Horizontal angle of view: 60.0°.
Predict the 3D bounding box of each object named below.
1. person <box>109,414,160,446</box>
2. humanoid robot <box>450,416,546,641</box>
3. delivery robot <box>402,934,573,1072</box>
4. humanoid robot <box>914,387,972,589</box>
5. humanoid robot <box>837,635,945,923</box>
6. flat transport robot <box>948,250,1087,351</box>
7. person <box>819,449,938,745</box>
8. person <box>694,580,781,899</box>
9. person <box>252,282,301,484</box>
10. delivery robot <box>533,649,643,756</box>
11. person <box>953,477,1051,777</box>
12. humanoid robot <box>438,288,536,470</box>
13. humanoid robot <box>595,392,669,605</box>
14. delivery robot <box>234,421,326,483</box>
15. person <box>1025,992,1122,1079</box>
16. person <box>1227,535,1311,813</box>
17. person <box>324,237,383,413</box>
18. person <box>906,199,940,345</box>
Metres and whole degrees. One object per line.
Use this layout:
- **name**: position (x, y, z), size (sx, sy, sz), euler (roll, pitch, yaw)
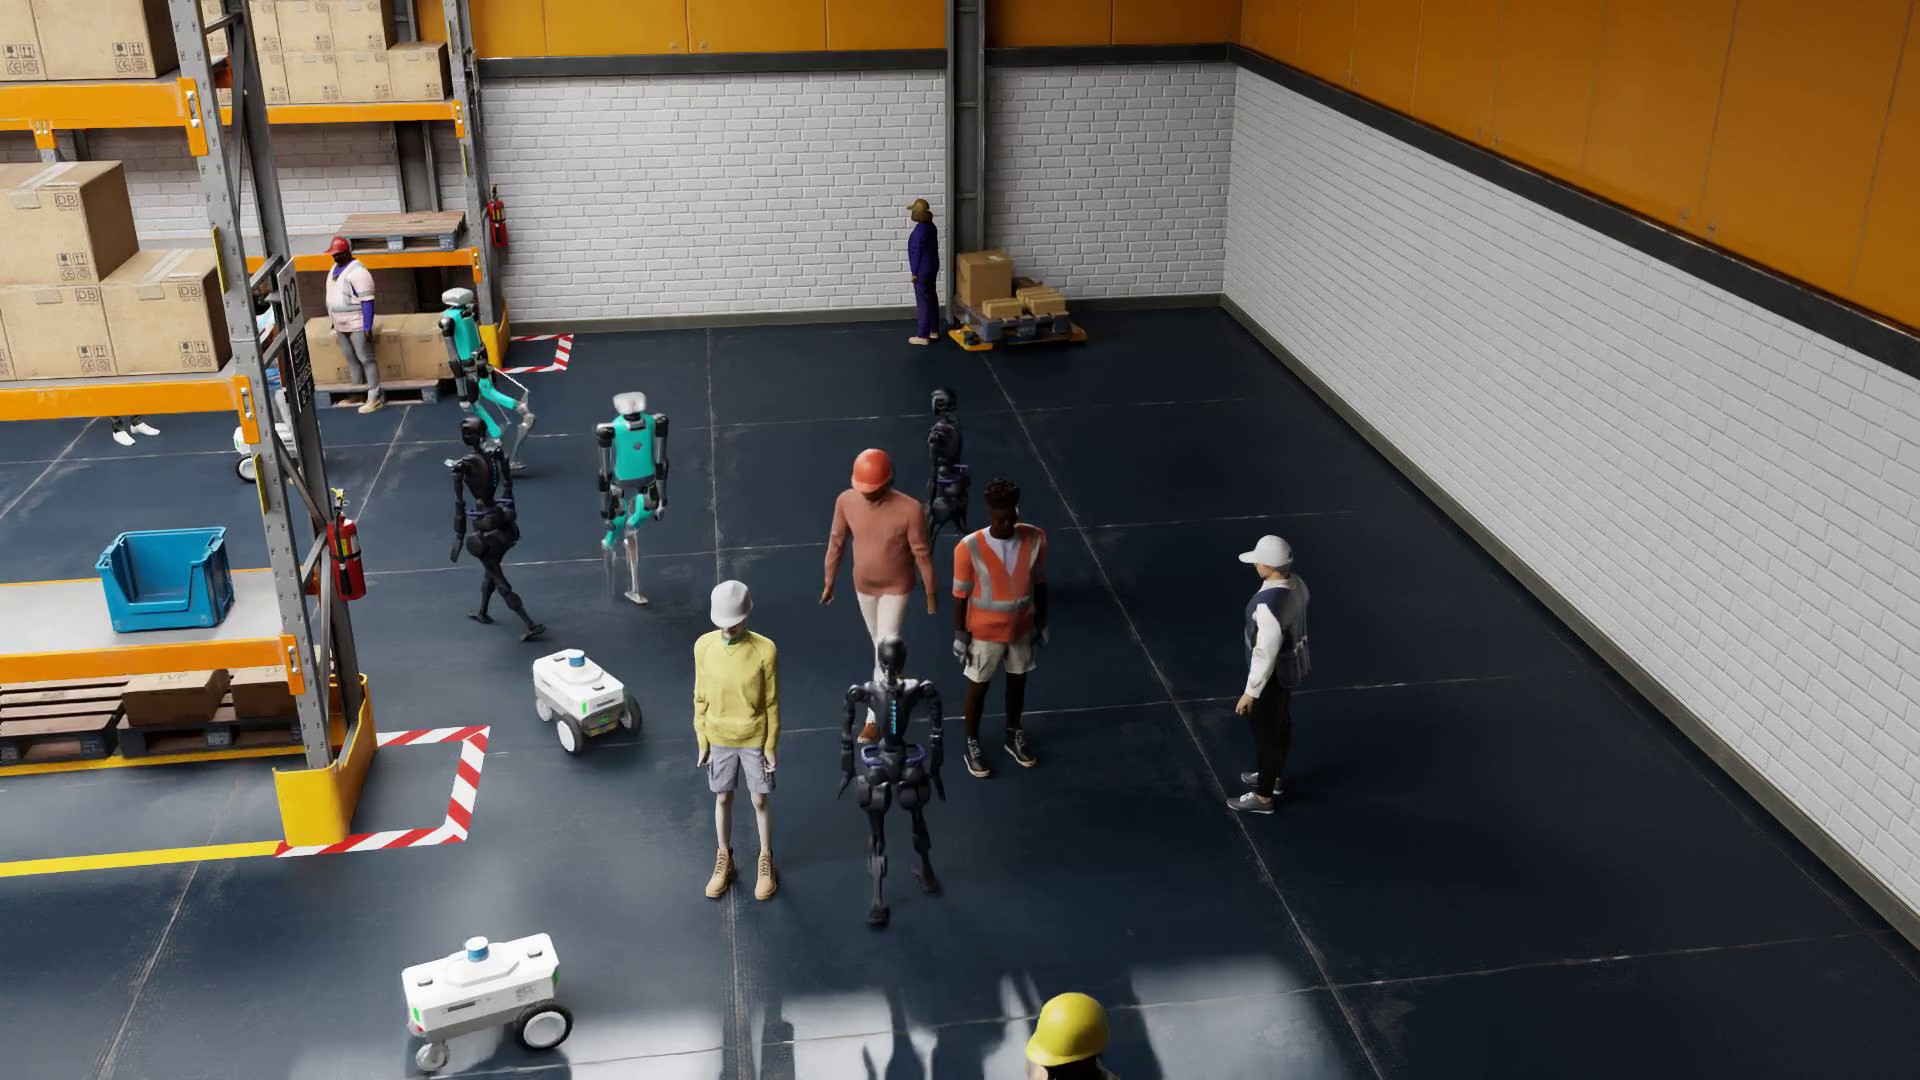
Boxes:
- **person**: position (-7.901, -1.827, 15.569), size (0.329, 1.872, 0.509), euler (9, 25, 20)
- **humanoid robot**: position (-3.353, -0.079, 11.909), size (0.801, 1.638, 0.601), euler (13, 27, 27)
- **delivery robot**: position (-2.295, 2.189, 8.046), size (0.792, 0.589, 0.499), euler (-10, 26, -22)
- **humanoid robot**: position (-0.059, -0.358, 12.527), size (0.772, 1.635, 0.593), euler (9, 25, 19)
- **humanoid robot**: position (-0.363, 1.245, 8.866), size (0.586, 1.645, 0.529), euler (-4, 24, -8)
- **flat transport robot**: position (0.647, -2.365, 18.785), size (1.431, 0.231, 0.659), euler (-8, 25, -17)
- **person**: position (-0.544, 0.315, 10.608), size (0.721, 1.927, 0.983), euler (10, 26, 22)
- **person**: position (-1.195, 1.064, 8.963), size (0.471, 1.889, 0.386), euler (2, 24, 5)
- **person**: position (-6.038, -1.399, 14.649), size (0.628, 1.833, 0.432), euler (16, 28, 32)
- **delivery robot**: position (-2.448, 0.995, 10.750), size (0.499, 0.575, 0.754), euler (-19, 30, -37)
- **person**: position (0.251, 0.525, 10.118), size (0.614, 1.957, 0.378), euler (-11, 26, -23)
- **humanoid robot**: position (-4.136, -1.344, 14.618), size (0.966, 1.738, 0.542), euler (5, 24, 12)
- **humanoid robot**: position (-2.469, -0.282, 12.291), size (0.536, 1.824, 0.805), euler (-14, 27, -29)
- **delivery robot**: position (-6.151, -0.848, 14.989), size (0.808, 0.607, 0.499), euler (-7, 25, -15)
- **person**: position (0.480, 2.362, 6.000), size (0.822, 1.894, 0.604), euler (-14, 27, -29)
- **person**: position (1.813, 0.785, 9.758), size (0.448, 1.754, 0.763), euler (12, 26, 25)
- **person**: position (-5.997, -2.127, 16.397), size (0.605, 1.752, 0.419), euler (17, 29, 34)
- **person**: position (-0.426, -2.997, 18.551), size (0.362, 1.616, 0.450), euler (9, 25, 20)
